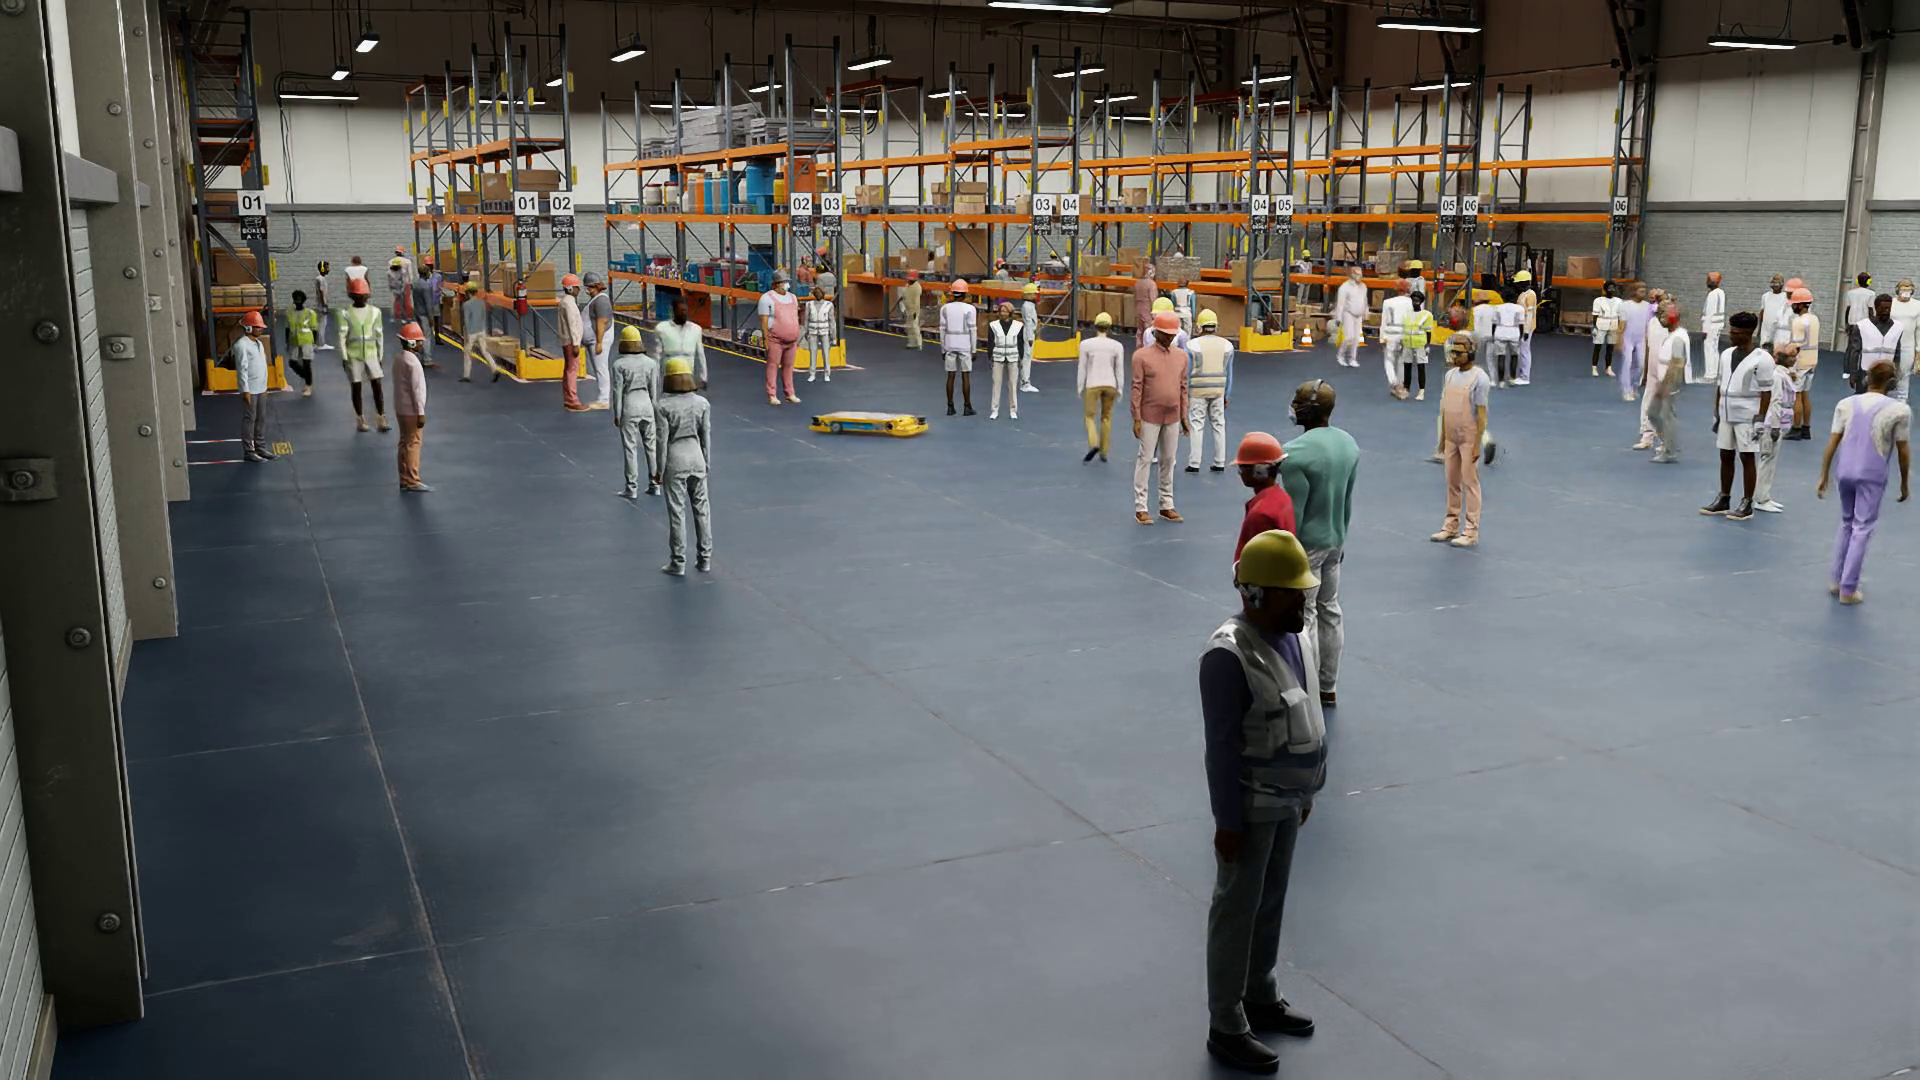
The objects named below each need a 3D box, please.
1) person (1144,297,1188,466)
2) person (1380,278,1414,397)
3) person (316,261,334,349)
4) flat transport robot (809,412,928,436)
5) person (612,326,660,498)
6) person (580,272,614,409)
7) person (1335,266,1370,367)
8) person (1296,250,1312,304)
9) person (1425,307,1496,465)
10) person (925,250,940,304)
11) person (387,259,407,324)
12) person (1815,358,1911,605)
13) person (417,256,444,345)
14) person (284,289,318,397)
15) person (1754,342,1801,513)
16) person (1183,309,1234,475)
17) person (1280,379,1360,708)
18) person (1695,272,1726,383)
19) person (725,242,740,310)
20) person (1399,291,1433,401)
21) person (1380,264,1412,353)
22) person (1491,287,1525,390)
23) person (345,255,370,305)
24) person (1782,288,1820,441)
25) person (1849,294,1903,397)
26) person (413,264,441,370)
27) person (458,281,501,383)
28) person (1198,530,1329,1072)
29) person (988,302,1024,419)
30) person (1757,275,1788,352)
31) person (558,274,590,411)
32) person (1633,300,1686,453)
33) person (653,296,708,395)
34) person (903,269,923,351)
[{"bbox_3d":[2.296,-1.786,18.893,0.584,1.928,0.372,8,14,37],"label":"person"},{"bbox_3d":[6.839,-3.132,25.881,0.594,1.870,0.607,2,11,8],"label":"person"},{"bbox_3d":[-13.489,-4.972,35.275,0.332,1.861,0.502,-4,12,-20],"label":"person"},{"bbox_3d":[-1.202,-1.541,21.876,1.431,0.197,0.652,5,12,22],"label":"flat transport robot"},{"bbox_3d":[-3.316,-1.304,16.951,0.484,1.736,0.344,-9,14,-39],"label":"person"},{"bbox_3d":[-5.384,-2.957,24.559,0.535,2.000,0.684,-3,12,-17],"label":"person"},{"bbox_3d":[7.346,-4.164,31.092,0.685,1.887,0.403,-7,13,-33],"label":"person"},{"bbox_3d":[9.800,-7.324,47.283,0.601,1.830,0.403,-7,13,-34],"label":"person"},{"bbox_3d":[5.721,-1.738,18.923,0.577,1.824,0.774,-8,14,-35],"label":"person"},{"bbox_3d":[-0.779,-7.188,46.595,0.528,1.840,0.920,-5,12,-25],"label":"person"},{"bbox_3d":[-14.620,-6.444,43.202,0.489,1.686,0.934,-1,11,-5],"label":"person"},{"bbox_3d":[6.691,-0.429,12.312,0.435,1.824,0.541,-8,14,-35],"label":"person"},{"bbox_3d":[-11.530,-5.206,36.243,0.545,1.942,0.350,-8,14,-36],"label":"person"},{"bbox_3d":[-10.353,-3.101,26.175,0.542,1.682,0.402,1,11,4],"label":"person"},{"bbox_3d":[7.910,-1.093,16.118,0.312,1.636,0.520,6,13,30],"label":"person"},{"bbox_3d":[2.720,-1.628,18.375,0.586,1.823,0.404,-3,12,-15],"label":"person"},{"bbox_3d":[2.015,0.045,9.558,0.635,1.940,0.366,-10,15,-42],"label":"person"},{"bbox_3d":[12.772,-3.602,28.241,0.346,1.882,0.579,9,14,38],"label":"person"},{"bbox_3d":[-6.811,-7.818,49.282,0.608,2.023,0.459,-2,11,-11],"label":"person"},{"bbox_3d":[7.012,-2.987,25.609,0.532,1.693,0.319,9,15,40],"label":"person"},{"bbox_3d":[9.195,-4.760,34.255,0.900,1.846,0.559,2,11,10],"label":"person"},{"bbox_3d":[9.014,-3.326,27.365,0.547,1.668,0.731,5,12,23],"label":"person"},{"bbox_3d":[-15.391,-6.375,42.511,0.569,1.813,0.720,-3,11,-13],"label":"person"},{"bbox_3d":[10.655,-2.223,21.129,0.546,1.930,0.393,-9,14,-39],"label":"person"},{"bbox_3d":[11.059,-2.021,20.140,0.592,1.910,0.378,0,11,1],"label":"person"},{"bbox_3d":[-9.861,-4.107,30.664,0.355,1.937,0.635,-9,14,-37],"label":"person"},{"bbox_3d":[-8.212,-3.537,28.304,0.821,1.727,0.522,7,13,31],"label":"person"},{"bbox_3d":[1.040,0.864,5.669,0.404,1.832,0.598,8,14,35],"label":"person"},{"bbox_3d":[0.645,-2.508,23.308,0.515,1.636,0.315,1,11,3],"label":"person"},{"bbox_3d":[13.677,-3.531,27.974,0.504,1.846,0.345,11,15,43],"label":"person"},{"bbox_3d":[-5.651,-2.872,24.242,0.381,1.994,0.622,-5,12,-23],"label":"person"},{"bbox_3d":[8.462,-1.970,20.058,0.345,1.839,0.506,-7,13,-32],"label":"person"},{"bbox_3d":[-3.277,-1.932,19.735,0.627,1.881,0.882,-7,13,-32],"label":"person"},{"bbox_3d":[-1.022,-4.831,34.946,0.324,1.706,0.642,-6,13,-29],"label":"person"}]
